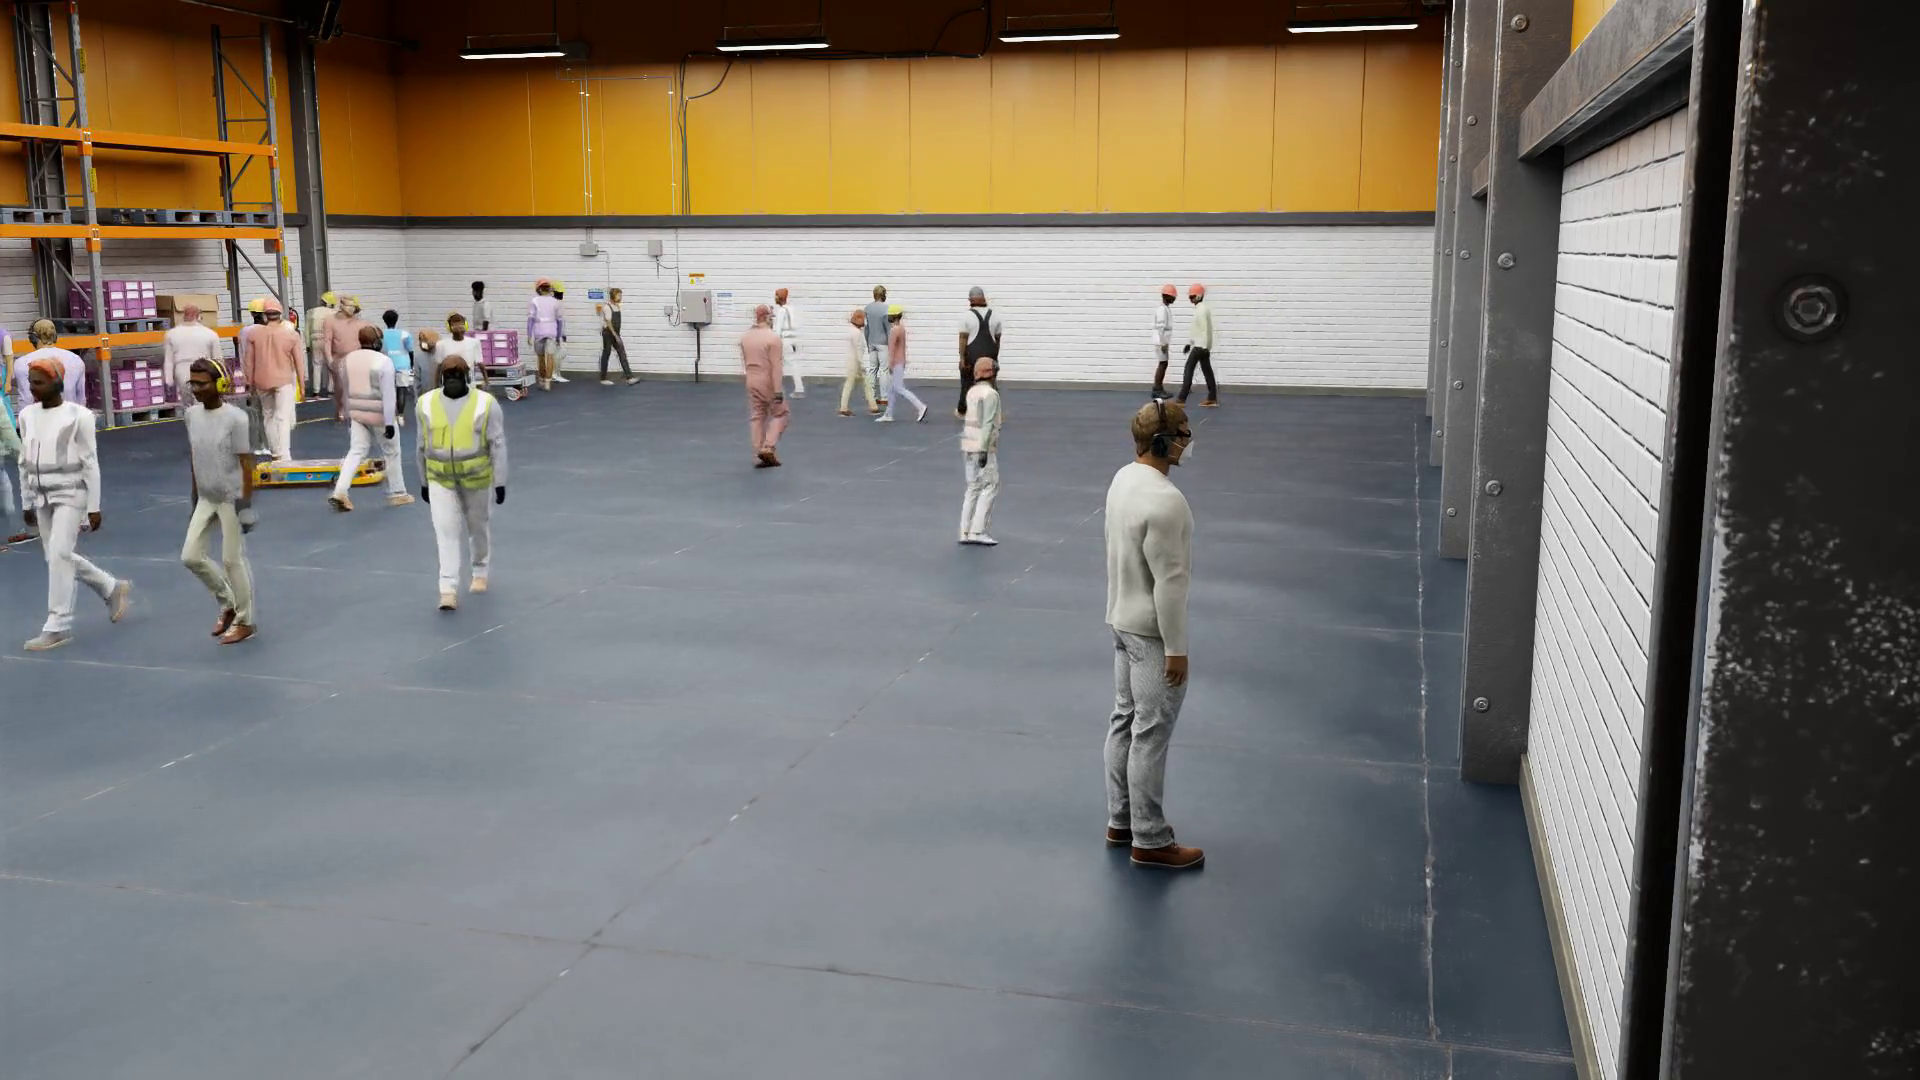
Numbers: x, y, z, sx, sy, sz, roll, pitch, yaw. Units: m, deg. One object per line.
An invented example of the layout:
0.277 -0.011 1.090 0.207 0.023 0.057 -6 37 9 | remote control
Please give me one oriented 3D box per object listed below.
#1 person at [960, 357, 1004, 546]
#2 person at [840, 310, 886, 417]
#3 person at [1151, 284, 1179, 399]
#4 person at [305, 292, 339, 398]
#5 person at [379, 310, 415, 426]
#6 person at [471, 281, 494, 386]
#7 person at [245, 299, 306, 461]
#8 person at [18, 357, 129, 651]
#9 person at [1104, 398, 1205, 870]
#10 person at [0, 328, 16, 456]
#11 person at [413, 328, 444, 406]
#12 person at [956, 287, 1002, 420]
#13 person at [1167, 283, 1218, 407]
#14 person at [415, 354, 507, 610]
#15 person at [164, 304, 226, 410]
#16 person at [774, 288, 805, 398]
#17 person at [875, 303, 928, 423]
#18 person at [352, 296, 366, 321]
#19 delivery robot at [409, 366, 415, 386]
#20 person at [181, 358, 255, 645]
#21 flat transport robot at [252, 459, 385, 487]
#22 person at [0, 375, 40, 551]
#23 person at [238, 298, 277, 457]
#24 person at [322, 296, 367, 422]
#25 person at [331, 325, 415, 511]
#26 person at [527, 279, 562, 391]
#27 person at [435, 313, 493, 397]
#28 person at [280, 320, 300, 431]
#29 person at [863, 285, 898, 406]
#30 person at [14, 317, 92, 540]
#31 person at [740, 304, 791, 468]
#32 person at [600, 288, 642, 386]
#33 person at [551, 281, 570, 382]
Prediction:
0.172 -0.760 14.258 0.423 1.606 0.537 -5 11 -25 | person
-1.438 -2.633 24.891 0.814 1.589 0.516 1 10 6 | person
3.438 -3.324 27.932 0.459 1.911 0.565 2 10 14 | person
-10.736 -3.291 28.126 0.652 1.790 0.408 0 10 2 | person
-8.078 -2.457 23.786 0.547 1.637 0.921 -2 10 -12 | person
-8.702 -3.742 30.287 0.410 1.938 0.657 -6 12 -31 | person
-7.950 -1.821 19.390 0.654 1.935 0.858 -2 10 -9 | person
-5.785 -0.266 10.785 0.586 1.858 0.842 3 11 19 | person
0.793 0.384 6.863 0.365 1.939 0.636 -3 10 -14 | person
-11.784 -1.945 20.307 0.565 1.848 0.390 3 10 16 | person
-6.050 -1.643 19.238 0.595 1.613 0.371 1 10 8 | person
0.266 -2.728 24.195 0.729 2.000 1.048 -5 11 -25 | person
3.705 -3.095 26.503 0.924 1.954 0.628 2 10 11 | person
-3.569 -0.433 11.924 0.648 1.791 0.980 -1 10 -7 | person
-9.359 -1.961 20.415 0.656 1.839 1.011 -1 10 -7 | person
-3.062 -3.314 28.079 0.955 1.835 0.610 1 10 7 | person
-0.851 -2.557 24.089 0.773 1.745 0.530 2 10 10 | person
-10.554 -3.400 28.949 0.544 1.701 0.575 1 10 5 | person
-9.290 -2.817 28.640 0.707 0.478 0.477 -4 11 -24 | delivery robot
-4.748 -0.241 10.640 0.555 1.853 0.413 4 11 20 | person
-6.972 -0.729 17.887 1.431 0.197 0.652 -2 10 -13 | flat transport robot
-8.040 -0.711 14.010 0.511 1.612 0.678 7 12 36 | person
-8.483 -1.967 20.249 0.618 1.935 0.407 3 11 17 | person
-8.864 -2.602 24.023 0.641 1.854 1.020 -6 11 -29 | person
-5.755 -1.186 16.159 0.634 1.807 0.942 4 11 20 | person
-7.385 -3.643 29.561 0.623 1.968 1.016 -3 10 -17 | person
-5.659 -1.685 18.969 0.615 1.805 1.016 -5 11 -26 | person
-9.321 -2.339 22.706 0.649 1.787 0.974 -4 11 -21 | person
-1.277 -3.107 26.631 0.631 1.940 0.372 9 13 40 | person
-7.904 -0.965 14.502 0.379 1.940 0.629 5 11 26 | person
-2.223 -1.769 19.178 0.675 1.890 0.435 9 13 41 | person
-6.264 -3.694 30.372 0.960 1.783 0.506 5 11 26 | person
-7.510 -3.886 31.118 0.428 1.907 0.612 1 10 5 | person
